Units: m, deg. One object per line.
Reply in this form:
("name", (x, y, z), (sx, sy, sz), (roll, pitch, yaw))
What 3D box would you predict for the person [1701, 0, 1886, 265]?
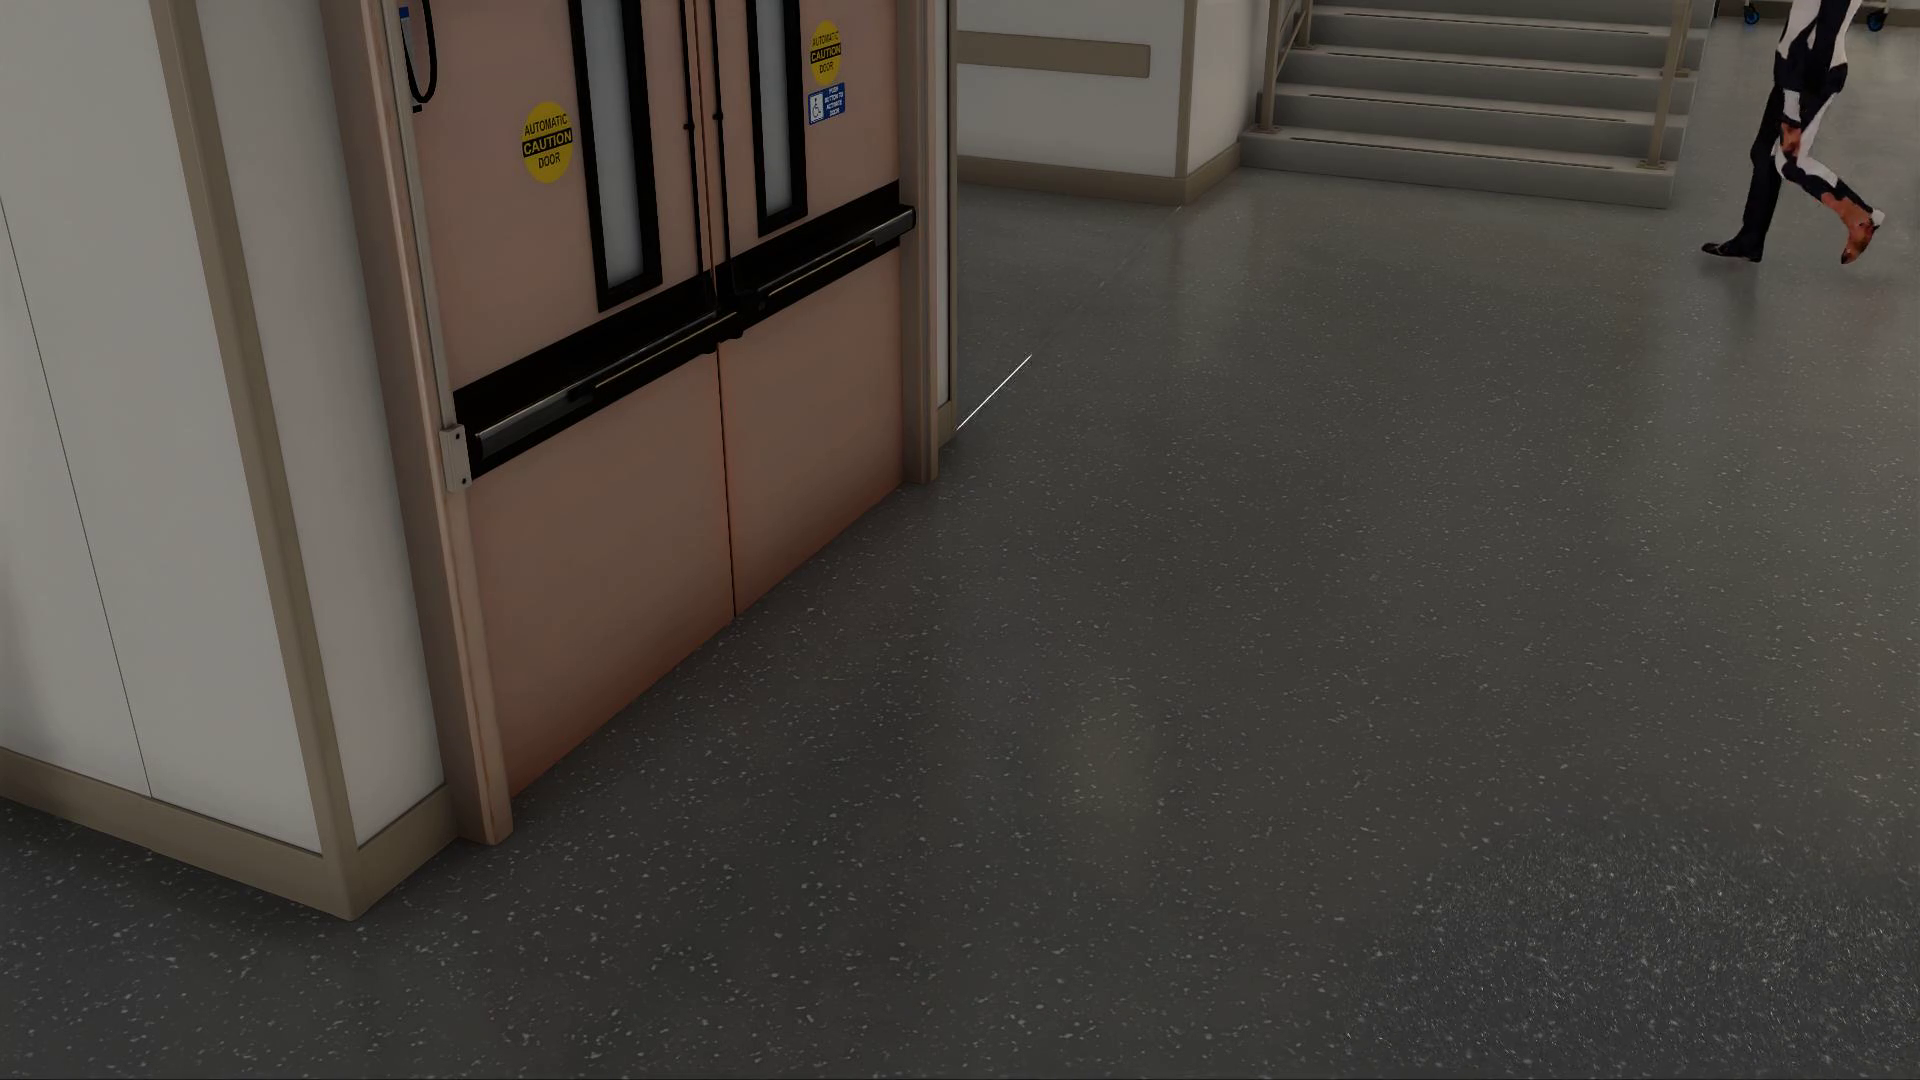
("person", (4.278, -2.251, 8.218), (0.844, 1.872, 1.011), (8, 27, 16))
